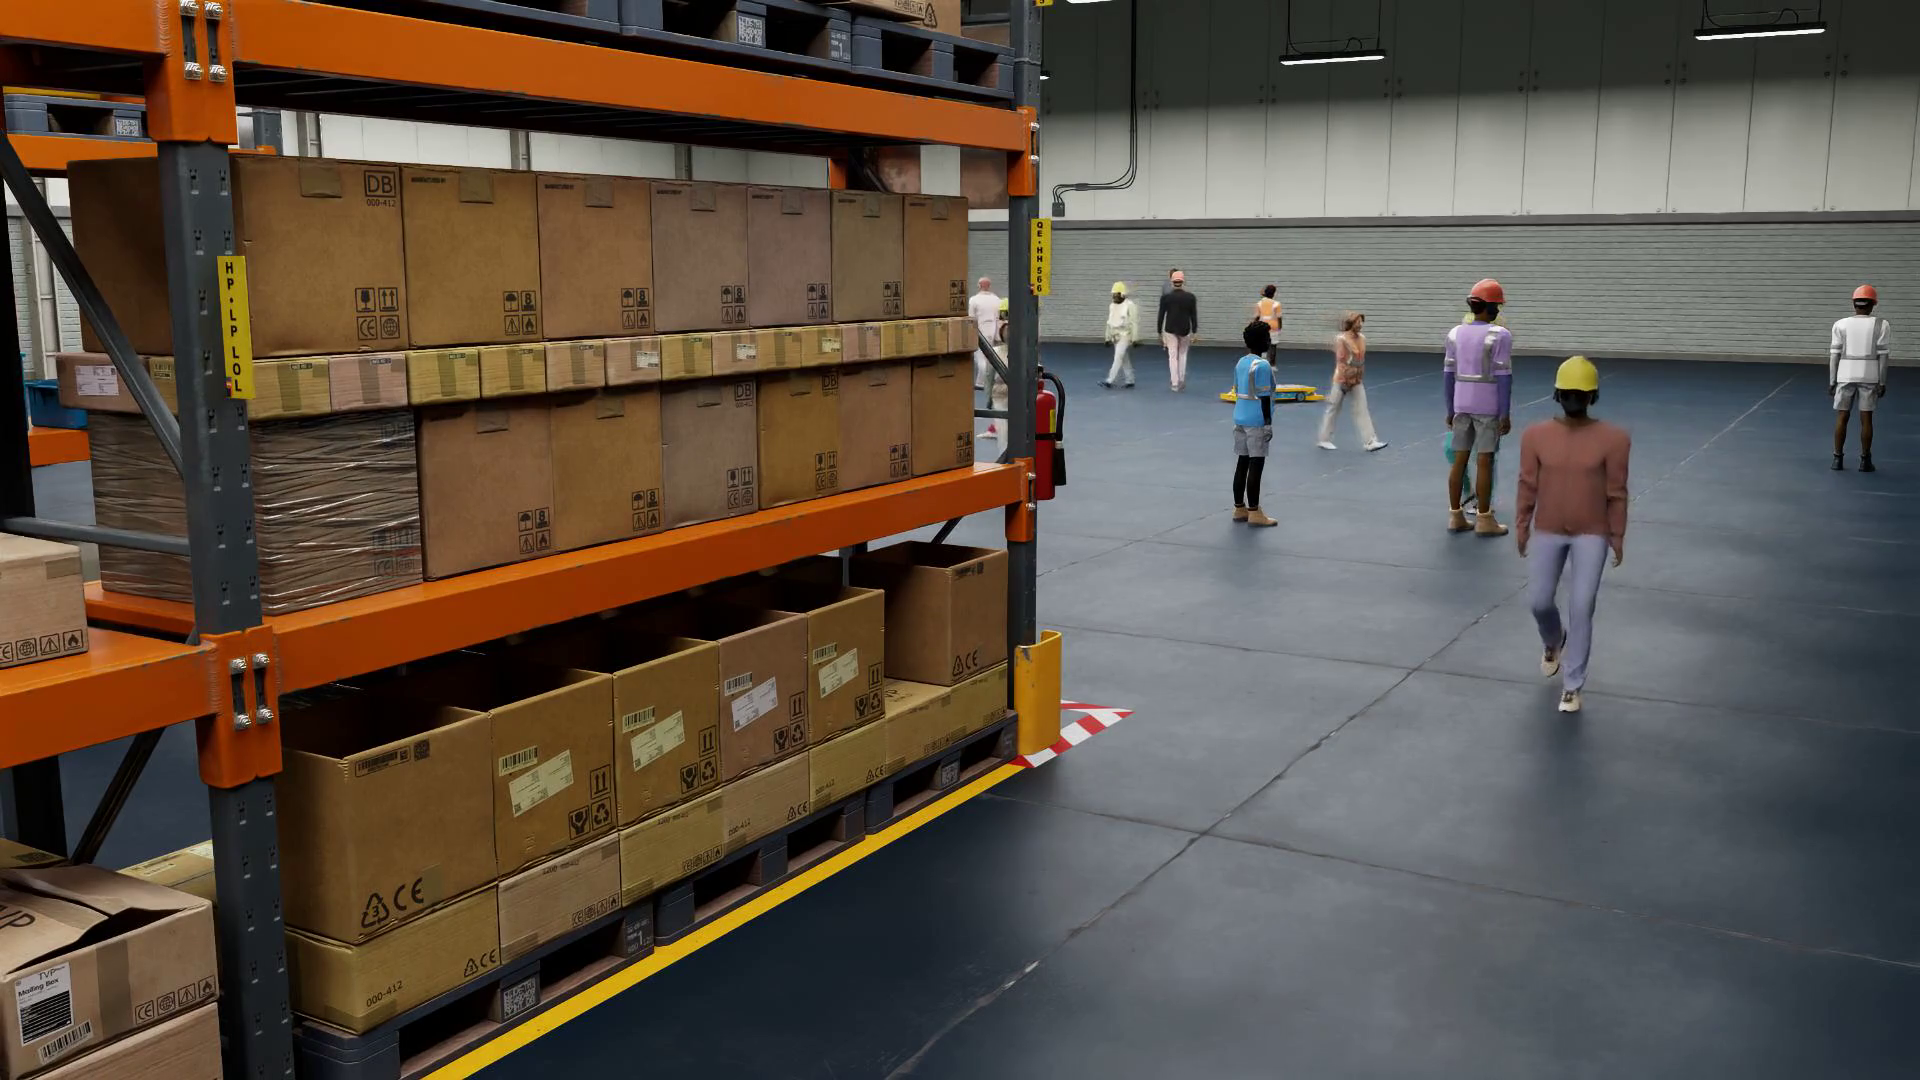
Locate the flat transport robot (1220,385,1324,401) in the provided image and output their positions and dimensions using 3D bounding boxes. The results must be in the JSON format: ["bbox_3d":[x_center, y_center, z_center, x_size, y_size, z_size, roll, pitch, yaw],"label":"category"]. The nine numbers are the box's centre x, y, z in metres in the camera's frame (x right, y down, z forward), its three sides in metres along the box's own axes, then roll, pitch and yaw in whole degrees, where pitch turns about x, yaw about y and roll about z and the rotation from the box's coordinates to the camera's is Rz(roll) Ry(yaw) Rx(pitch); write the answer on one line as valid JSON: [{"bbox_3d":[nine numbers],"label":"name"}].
[{"bbox_3d":[4.786,-2.255,25.515,1.431,0.197,0.652,-3,10,-19],"label":"flat transport robot"}]

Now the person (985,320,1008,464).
[{"bbox_3d":[0.503,-1.378,16.444,0.522,1.613,0.719,0,10,1],"label":"person"}]

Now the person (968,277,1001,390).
[{"bbox_3d":[0.405,-3.384,27.396,0.645,1.885,0.797,-8,12,-38],"label":"person"}]

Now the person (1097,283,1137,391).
[{"bbox_3d":[2.615,-3.369,27.631,0.948,1.775,0.601,-6,12,-33],"label":"person"}]

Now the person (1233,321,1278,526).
[{"bbox_3d":[2.445,-0.965,13.795,0.318,1.697,0.533,-3,10,-16],"label":"person"}]

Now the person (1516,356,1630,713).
[{"bbox_3d":[3.047,-0.048,8.286,0.528,1.753,0.550,5,11,29],"label":"person"}]

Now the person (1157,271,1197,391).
[{"bbox_3d":[3.604,-3.486,27.761,0.653,1.959,0.889,0,10,1],"label":"person"}]

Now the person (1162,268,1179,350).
[{"bbox_3d":[5.028,-5.450,39.343,0.355,1.938,0.634,-7,12,-34],"label":"person"}]

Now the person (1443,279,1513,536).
[{"bbox_3d":[4.154,-1.055,13.306,0.391,2.045,0.608,-7,12,-34],"label":"person"}]

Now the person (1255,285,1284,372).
[{"bbox_3d":[5.921,-4.051,31.906,0.556,1.687,0.536,6,12,33],"label":"person"}]

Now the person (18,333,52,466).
[{"bbox_3d":[-9.946,-1.641,17.313,0.655,1.847,1.021,3,10,19],"label":"person"}]

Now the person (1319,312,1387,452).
[{"bbox_3d":[4.463,-1.791,18.947,0.537,1.590,0.872,-7,12,-37],"label":"person"}]

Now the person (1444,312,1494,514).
[{"bbox_3d":[4.441,-1.084,14.332,0.430,1.750,0.538,-6,11,-31],"label":"person"}]

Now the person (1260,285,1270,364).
[{"bbox_3d":[6.367,-4.478,34.546,0.285,1.633,0.498,-1,10,-4],"label":"person"}]

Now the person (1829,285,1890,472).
[{"bbox_3d":[9.308,-1.668,17.239,0.543,1.928,0.371,7,12,34],"label":"person"}]

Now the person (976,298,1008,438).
[{"bbox_3d":[0.645,-2.071,20.165,0.852,1.731,0.530,2,10,11],"label":"person"}]
